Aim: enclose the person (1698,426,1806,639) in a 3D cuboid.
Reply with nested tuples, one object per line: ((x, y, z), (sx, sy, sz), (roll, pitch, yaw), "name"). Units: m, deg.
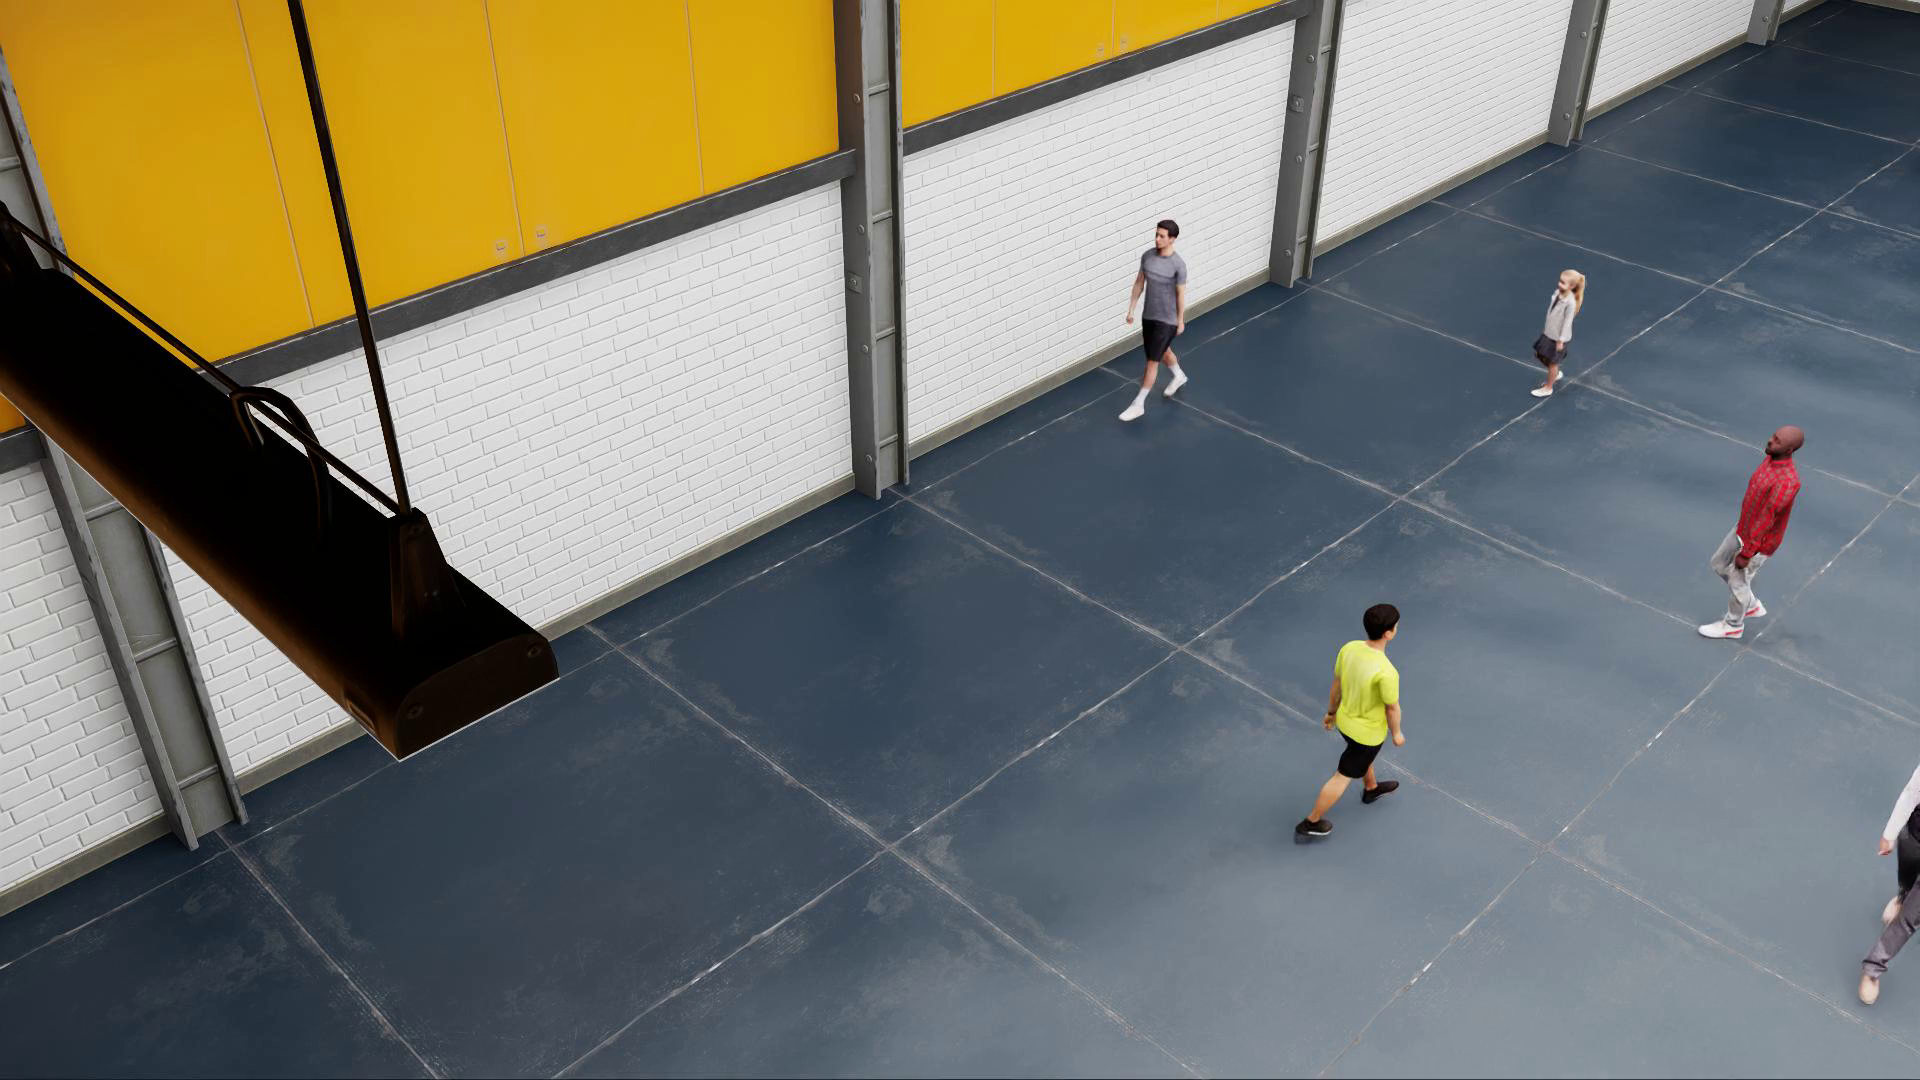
((5.890, -0.031, 12.134), (0.899, 1.807, 0.833), (5, 34, 7), "person")

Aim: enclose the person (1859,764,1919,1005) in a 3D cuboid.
((5.584, 1.674, 9.476), (1.232, 1.909, 0.646), (-28, 42, -35), "person")

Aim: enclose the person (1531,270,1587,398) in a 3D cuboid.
((5.608, -1.933, 15.481), (0.701, 1.270, 0.644), (-5, 34, -7), "person")

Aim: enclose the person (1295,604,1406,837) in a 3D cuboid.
((2.457, 1.182, 10.434), (1.188, 1.669, 0.879), (-15, 36, -21), "person")

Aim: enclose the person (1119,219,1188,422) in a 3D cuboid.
((1.888, -2.054, 15.150), (1.200, 1.838, 0.730), (-26, 41, -33), "person")
